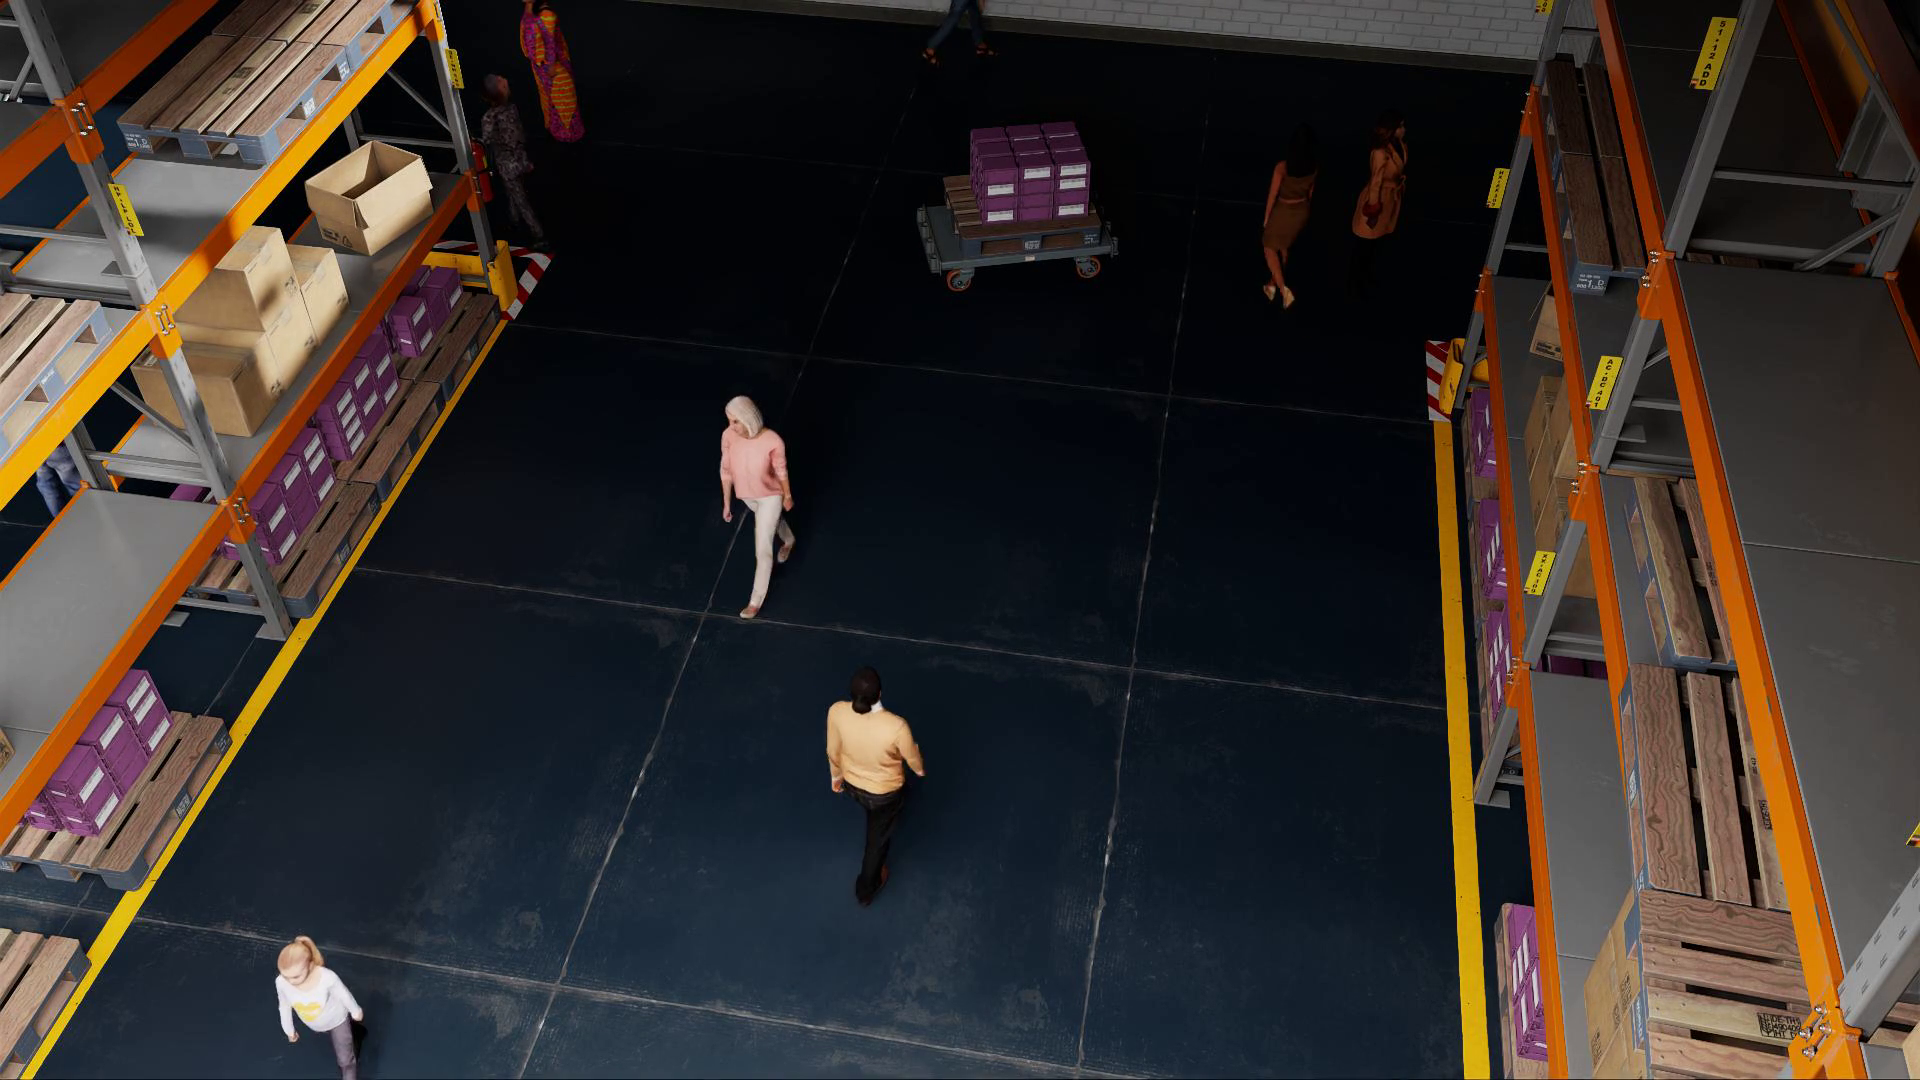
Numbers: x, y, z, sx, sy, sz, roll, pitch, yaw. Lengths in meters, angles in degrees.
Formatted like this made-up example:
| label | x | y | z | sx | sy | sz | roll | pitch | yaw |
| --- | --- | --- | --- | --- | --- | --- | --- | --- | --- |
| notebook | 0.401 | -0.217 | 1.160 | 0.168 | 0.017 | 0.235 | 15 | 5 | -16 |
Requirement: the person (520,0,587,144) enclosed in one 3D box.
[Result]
| label | x | y | z | sx | sy | sz | roll | pitch | yaw |
| --- | --- | --- | --- | --- | --- | --- | --- | --- | --- |
| person | -3.922 | -4.611 | 15.816 | 0.855 | 1.674 | 0.786 | -22 | 48 | -21 |

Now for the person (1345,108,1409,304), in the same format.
| label | x | y | z | sx | sy | sz | roll | pitch | yaw |
| --- | --- | --- | --- | --- | --- | --- | --- | --- | --- |
| person | 3.490 | -2.804 | 13.887 | 0.830 | 1.719 | 0.691 | 26 | 49 | 25 |

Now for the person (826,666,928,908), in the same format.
| label | x | y | z | sx | sy | sz | roll | pitch | yaw |
| --- | --- | --- | --- | --- | --- | --- | --- | --- | --- |
| person | -0.521 | 1.441 | 9.434 | 0.856 | 1.714 | 1.153 | 19 | 47 | 19 |

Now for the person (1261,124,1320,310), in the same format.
| label | x | y | z | sx | sy | sz | roll | pitch | yaw |
| --- | --- | --- | --- | --- | --- | --- | --- | --- | --- |
| person | 2.738 | -2.607 | 13.719 | 0.795 | 1.665 | 0.934 | -15 | 46 | -15 |

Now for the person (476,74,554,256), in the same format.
| label | x | y | z | sx | sy | sz | roll | pitch | yaw |
| --- | --- | --- | --- | --- | --- | --- | --- | --- | --- |
| person | -3.783 | -3.186 | 14.306 | 0.737 | 1.693 | 0.850 | 15 | 46 | 15 |

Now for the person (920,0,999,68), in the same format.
| label | x | y | z | sx | sy | sz | roll | pitch | yaw |
| --- | --- | --- | --- | --- | --- | --- | --- | --- | --- |
| person | -0.059 | -5.549 | 16.825 | 0.949 | 1.640 | 1.102 | -8 | 44 | -9 |

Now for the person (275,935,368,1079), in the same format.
| label | x | y | z | sx | sy | sz | roll | pitch | yaw |
| --- | --- | --- | --- | --- | --- | --- | --- | --- | --- |
| person | -3.308 | 2.439 | 8.724 | 0.594 | 1.248 | 0.909 | 1 | 44 | 1 |

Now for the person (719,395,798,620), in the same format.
| label | x | y | z | sx | sy | sz | roll | pitch | yaw |
| --- | --- | --- | --- | --- | --- | --- | --- | --- | --- |
| person | -1.339 | -0.367 | 11.371 | 0.740 | 1.660 | 1.216 | 13 | 45 | 13 |
